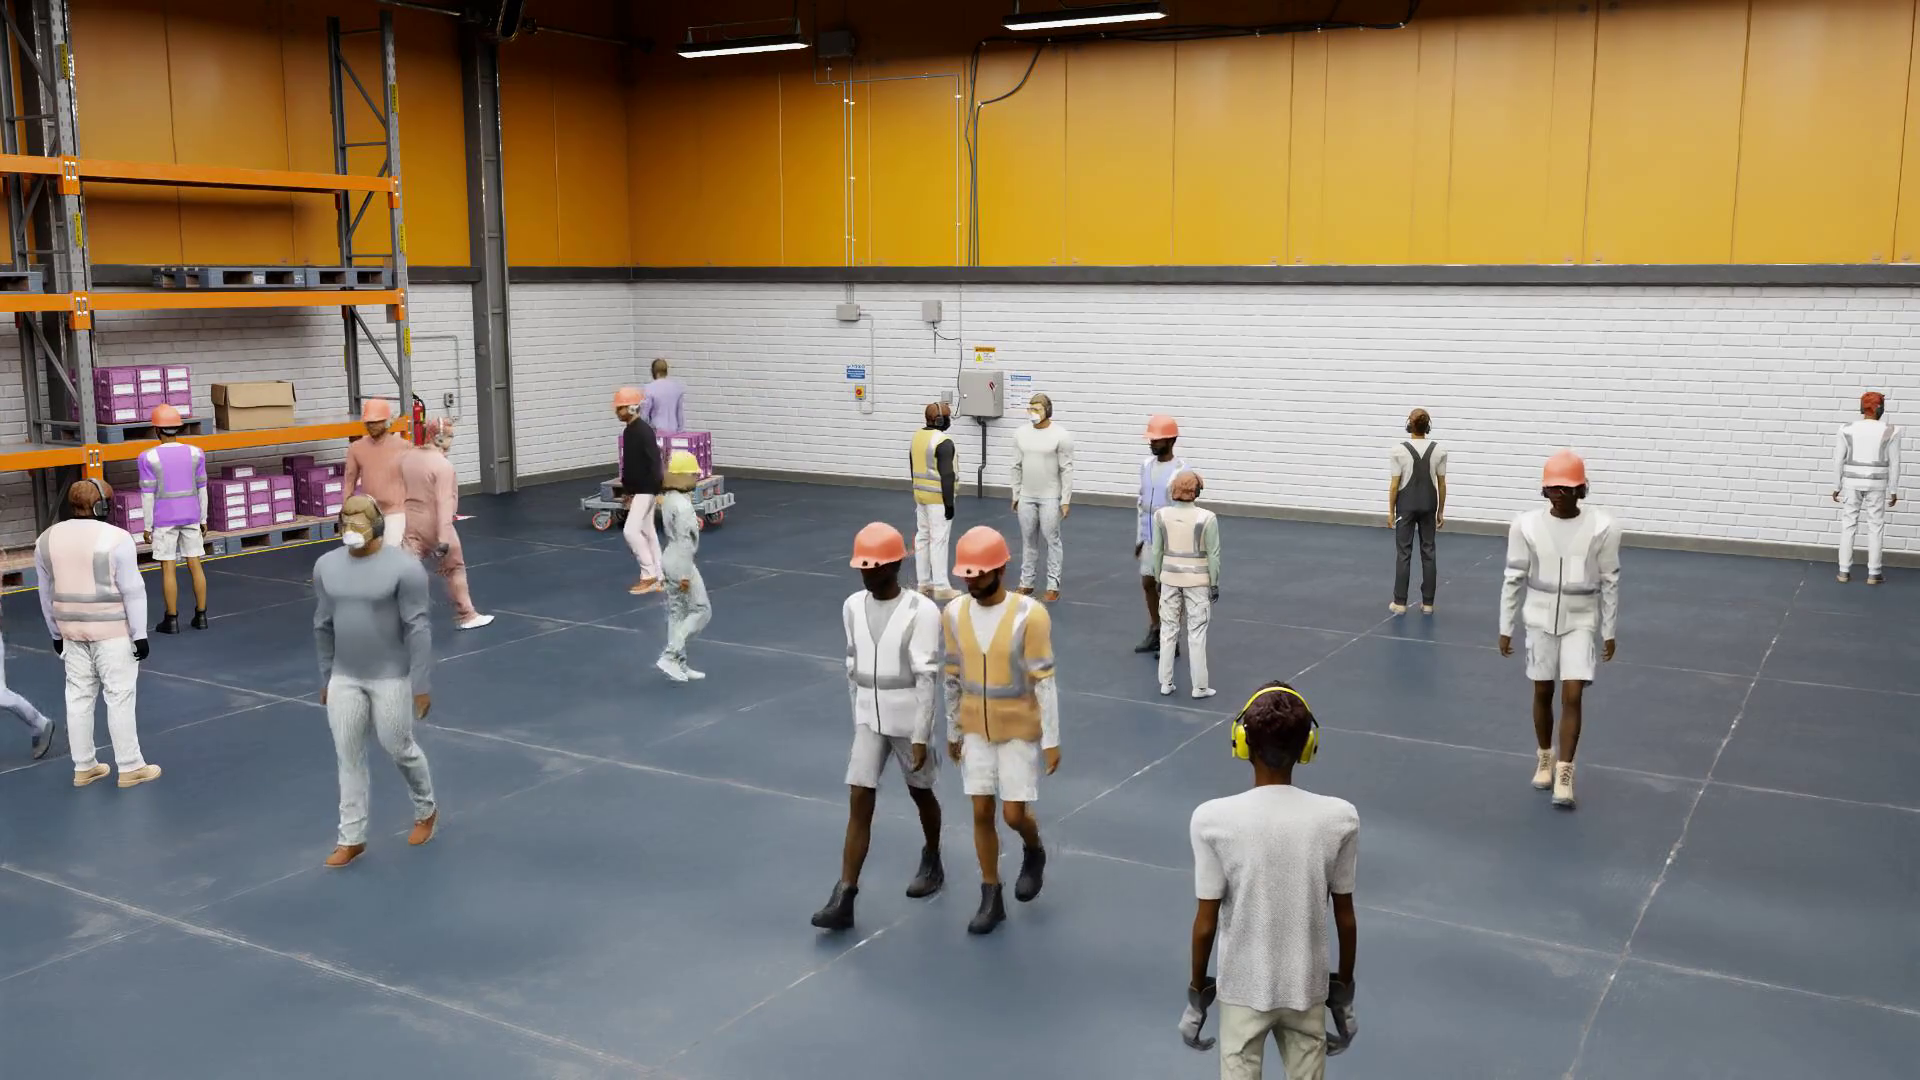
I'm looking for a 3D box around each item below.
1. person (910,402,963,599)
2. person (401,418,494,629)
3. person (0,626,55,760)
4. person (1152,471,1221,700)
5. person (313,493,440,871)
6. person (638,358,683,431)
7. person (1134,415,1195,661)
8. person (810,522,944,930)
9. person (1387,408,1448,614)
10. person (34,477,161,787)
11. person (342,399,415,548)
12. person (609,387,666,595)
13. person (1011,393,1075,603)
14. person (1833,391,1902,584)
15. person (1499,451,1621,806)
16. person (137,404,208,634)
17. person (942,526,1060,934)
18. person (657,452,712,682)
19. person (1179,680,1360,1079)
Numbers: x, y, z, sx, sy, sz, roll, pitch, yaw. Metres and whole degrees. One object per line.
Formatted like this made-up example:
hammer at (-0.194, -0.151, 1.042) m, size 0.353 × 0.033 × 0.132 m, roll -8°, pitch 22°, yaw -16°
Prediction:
person at (-0.222, -0.372, 15.562) m, size 0.430 × 1.844 × 0.623 m, roll -5°, pitch 11°, yaw -31°
person at (-4.385, -0.097, 13.849) m, size 0.626 × 1.846 × 1.017 m, roll 6°, pitch 11°, yaw 32°
person at (-5.928, 0.566, 10.037) m, size 0.524 × 1.738 × 0.771 m, roll 3°, pitch 10°, yaw 18°
person at (1.611, 0.322, 11.868) m, size 0.511 × 1.638 × 0.308 m, roll 5°, pitch 10°, yaw 29°
person at (-3.033, 0.707, 8.624) m, size 0.649 × 1.944 × 0.621 m, roll 2°, pitch 9°, yaw 11°
person at (-3.919, -1.403, 21.712) m, size 0.437 × 1.932 × 0.656 m, roll 7°, pitch 11°, yaw 37°
person at (1.602, -0.022, 13.113) m, size 0.425 × 1.932 × 0.568 m, roll -7°, pitch 12°, yaw -39°
person at (-0.333, 0.848, 7.816) m, size 0.568 × 1.880 × 1.001 m, roll 5°, pitch 10°, yaw 28°
person at (4.053, -0.250, 14.790) m, size 0.508 × 1.846 × 0.345 m, roll 0°, pitch 9°, yaw 2°
person at (-5.081, 0.546, 9.834) m, size 0.633 × 1.841 × 0.429 m, roll 1°, pitch 9°, yaw 8°
person at (-5.095, -0.270, 14.643) m, size 0.653 × 1.938 × 1.041 m, roll 0°, pitch 9°, yaw 1°
person at (-3.035, -0.458, 15.725) m, size 0.541 × 1.964 × 0.656 m, roll -4°, pitch 10°, yaw -25°
person at (0.748, -0.386, 15.346) m, size 0.628 × 1.940 × 0.377 m, roll 6°, pitch 11°, yaw 32°
person at (8.879, -0.513, 16.310) m, size 0.576 × 1.883 × 0.352 m, roll 7°, pitch 11°, yaw 36°
person at (3.412, 0.507, 9.536) m, size 0.629 × 2.011 × 0.836 m, roll 5°, pitch 10°, yaw 26°
person at (-6.628, -0.177, 14.035) m, size 0.350 × 1.942 × 0.545 m, roll 9°, pitch 12°, yaw 43°
person at (0.202, 0.859, 7.683) m, size 0.597 × 1.909 × 0.624 m, roll 4°, pitch 10°, yaw 26°
person at (-2.033, 0.207, 12.310) m, size 0.347 × 1.731 × 0.486 m, roll -4°, pitch 10°, yaw -25°
person at (0.902, 1.330, 4.846) m, size 0.518 × 1.874 × 0.326 m, roll 0°, pitch 9°, yaw -2°
